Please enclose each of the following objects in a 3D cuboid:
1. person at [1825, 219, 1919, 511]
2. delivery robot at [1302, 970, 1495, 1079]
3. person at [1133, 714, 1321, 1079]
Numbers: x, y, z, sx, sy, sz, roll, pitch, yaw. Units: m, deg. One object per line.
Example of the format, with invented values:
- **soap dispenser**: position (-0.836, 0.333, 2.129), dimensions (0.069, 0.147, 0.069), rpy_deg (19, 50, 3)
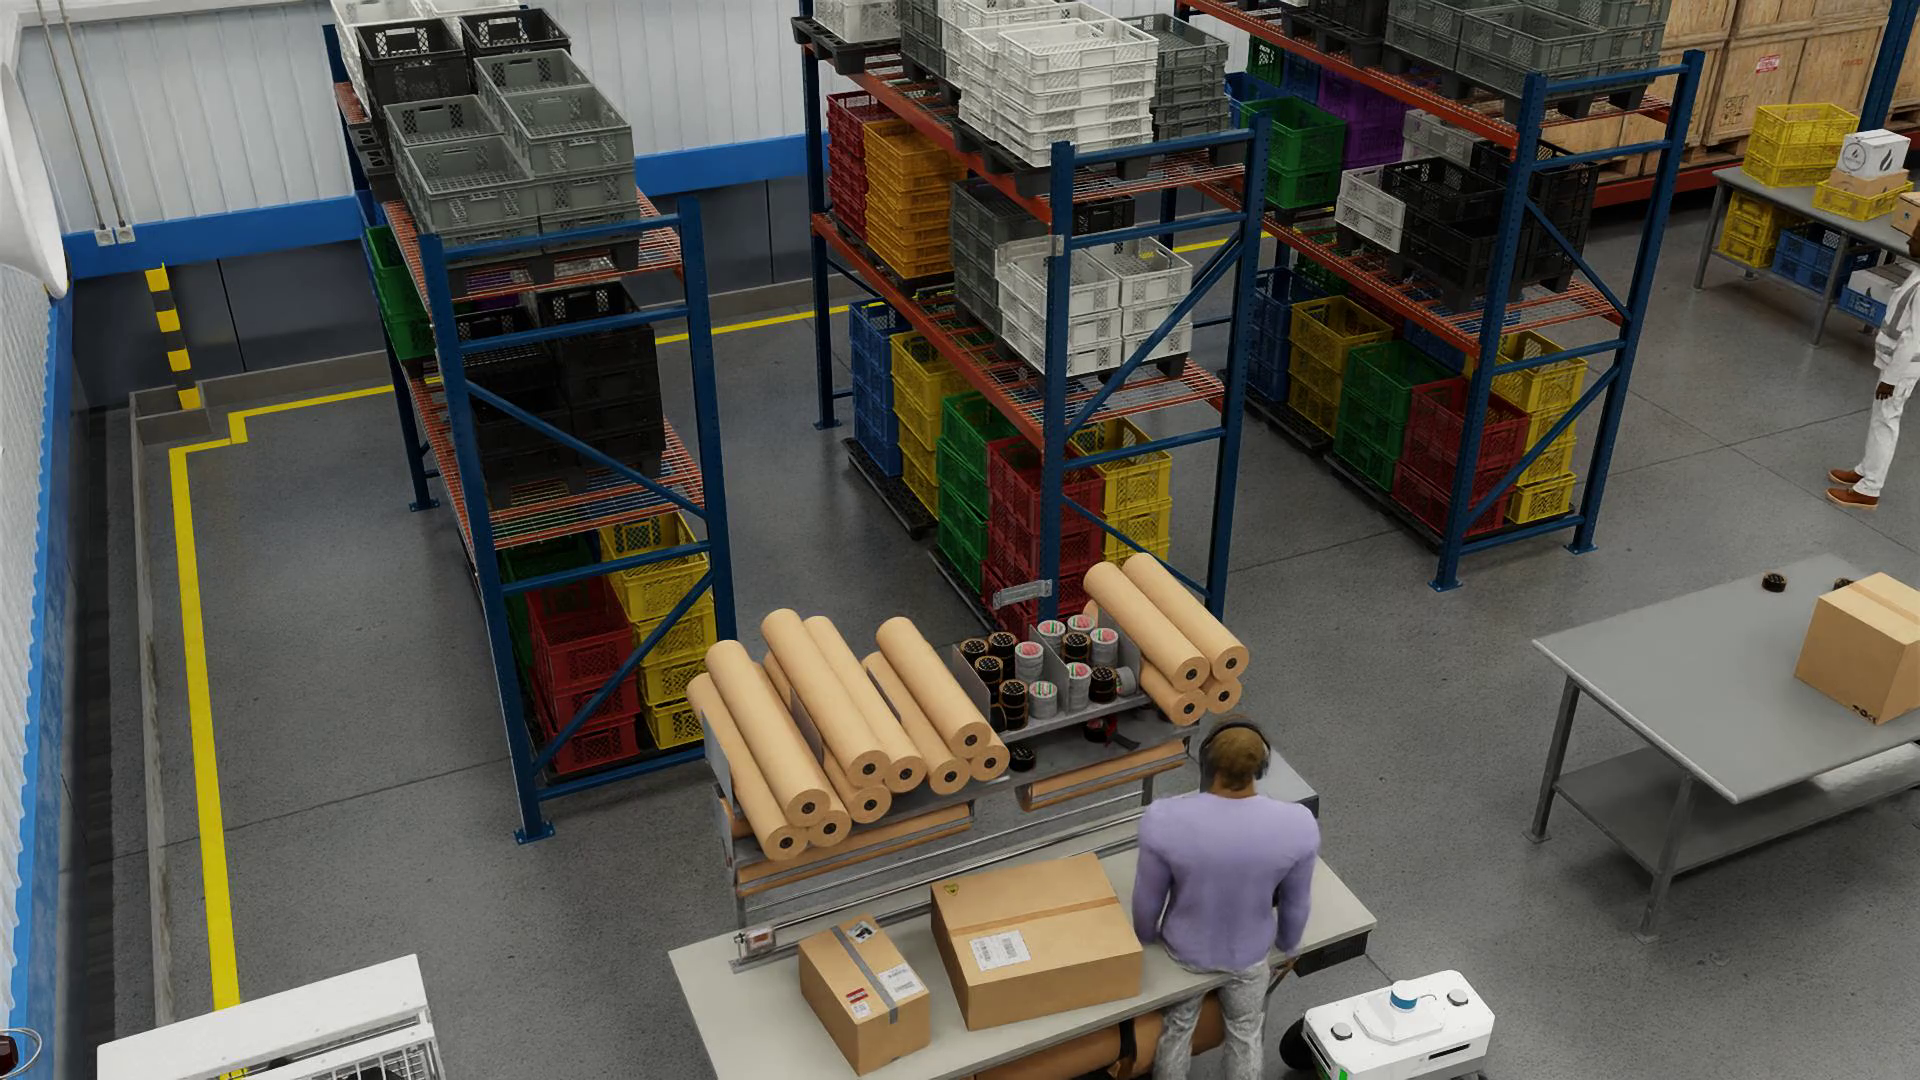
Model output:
- **person**: position (5.747, -1.084, 10.189), dimensions (0.353, 1.879, 0.573), rpy_deg (16, 35, 24)
- **delivery robot**: position (1.702, 1.920, 6.471), dimensions (0.707, 0.478, 0.477), rpy_deg (-10, 33, -16)
- **person**: position (0.933, 1.449, 6.024), dimensions (0.629, 1.932, 0.369), rpy_deg (2, 32, 3)
